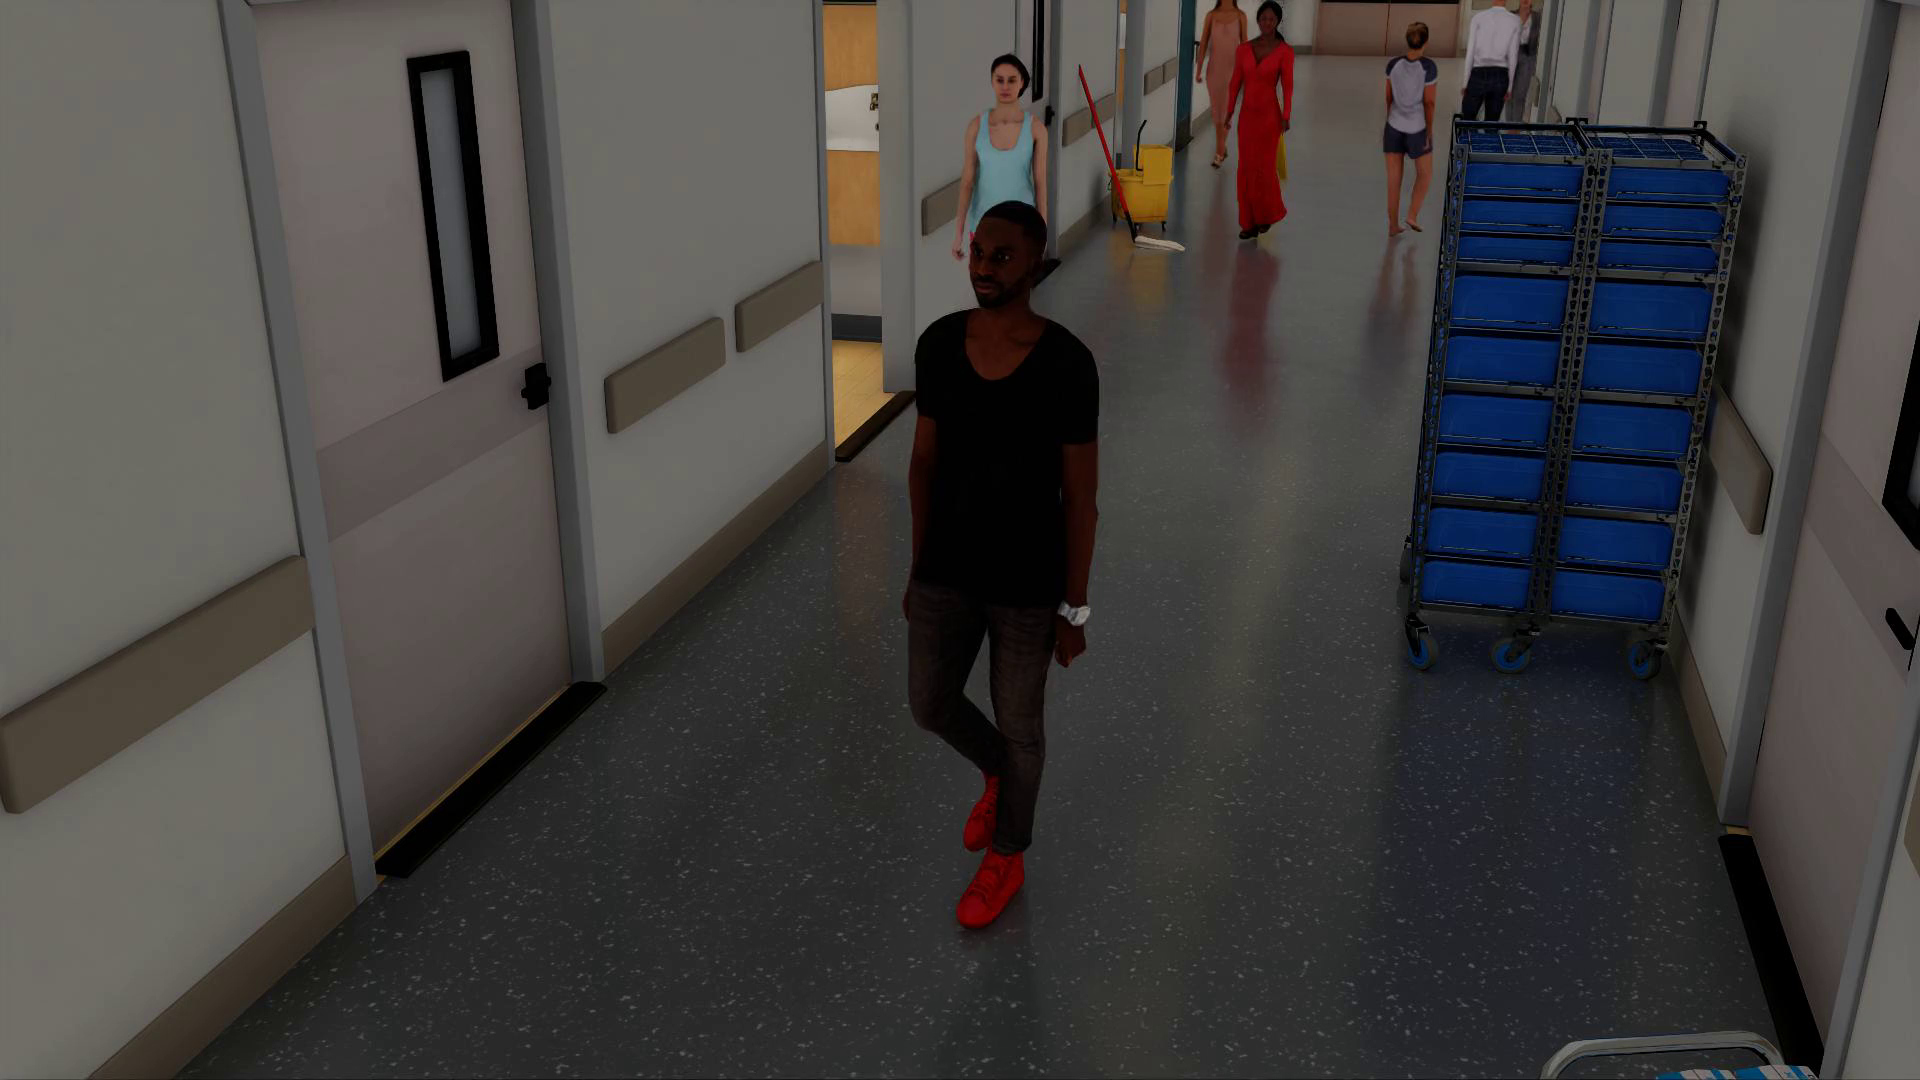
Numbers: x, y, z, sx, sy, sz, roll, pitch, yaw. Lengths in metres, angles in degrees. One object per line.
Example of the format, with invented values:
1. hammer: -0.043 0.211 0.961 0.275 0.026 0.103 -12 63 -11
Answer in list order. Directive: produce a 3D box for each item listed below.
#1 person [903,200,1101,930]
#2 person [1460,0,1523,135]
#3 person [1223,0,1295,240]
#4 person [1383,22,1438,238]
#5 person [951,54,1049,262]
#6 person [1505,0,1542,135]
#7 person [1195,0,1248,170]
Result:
1. person: 0.128 0.053 4.136 0.740 1.798 0.808 10 23 26
2. person: 4.789 -4.131 15.054 0.642 1.852 0.778 4 21 10
3. person: 2.343 -3.201 12.760 0.738 1.776 0.784 14 25 33
4. person: 3.426 -3.137 12.825 0.631 1.610 0.659 13 24 30
5. person: 0.233 -1.573 8.506 0.594 1.745 0.807 6 21 15
6. person: 6.046 -5.121 18.022 0.779 1.639 1.107 11 23 26
7. person: 2.596 -4.551 16.315 0.674 1.782 1.112 7 22 18
